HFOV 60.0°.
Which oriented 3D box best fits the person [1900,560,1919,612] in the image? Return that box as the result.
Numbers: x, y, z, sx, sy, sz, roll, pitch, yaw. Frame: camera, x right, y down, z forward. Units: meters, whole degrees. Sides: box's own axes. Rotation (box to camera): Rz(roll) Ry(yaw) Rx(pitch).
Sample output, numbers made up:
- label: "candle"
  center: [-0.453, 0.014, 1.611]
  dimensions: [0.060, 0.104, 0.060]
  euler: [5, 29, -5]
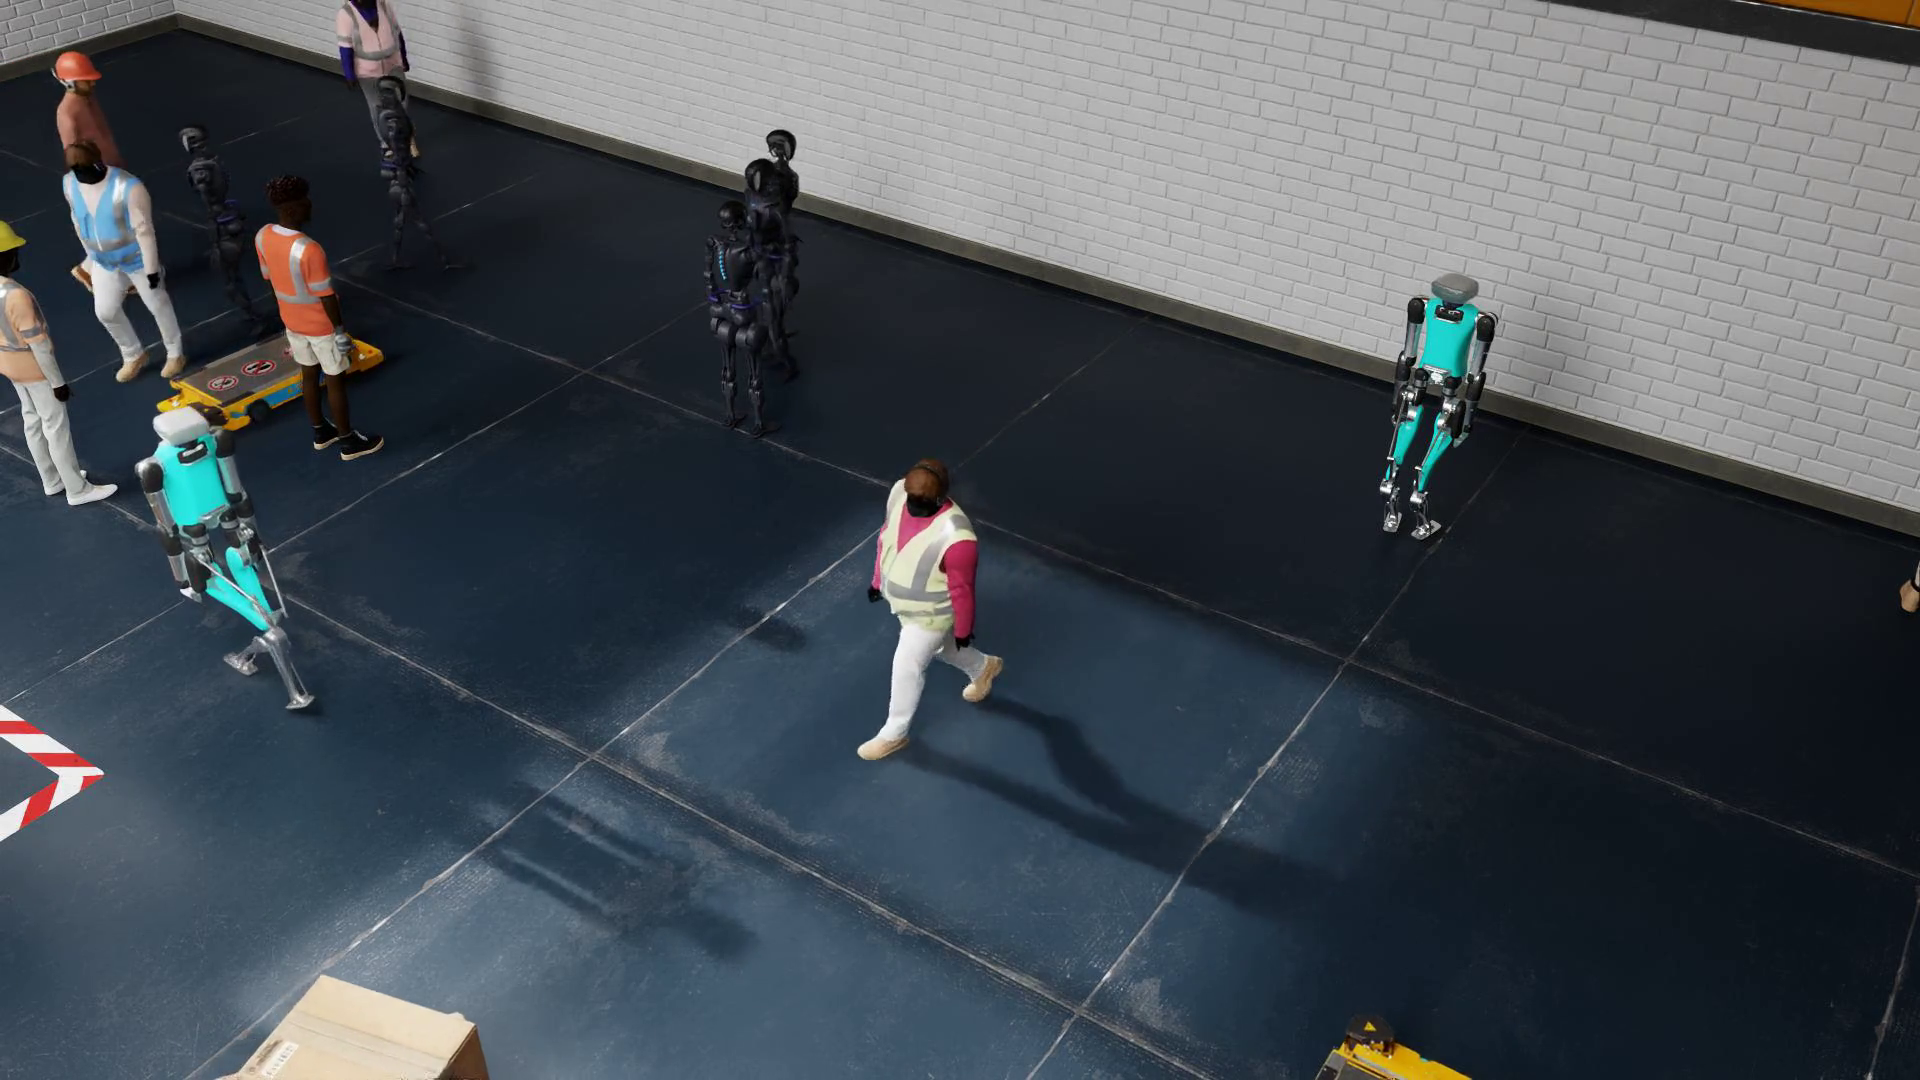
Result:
- label: "person"
  center: [5.785, -0.366, 9.375]
  dimensions: [0.485, 1.888, 0.388]
  euler: [21, 40, 27]

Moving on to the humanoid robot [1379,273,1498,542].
- label: "humanoid robot"
  center: [2.745, -0.715, 9.888]
  dimensions: [0.533, 1.677, 0.735]
  euler: [21, 40, 27]

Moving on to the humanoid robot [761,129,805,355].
- label: "humanoid robot"
  center: [-1.367, -2.190, 12.170]
  dimensions: [0.414, 1.645, 0.602]
  euler: [2, 35, 3]

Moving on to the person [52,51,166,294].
- label: "person"
  center: [-6.610, -2.756, 12.722]
  dimensions: [0.535, 1.972, 0.609]
  euler: [-7, 36, -10]

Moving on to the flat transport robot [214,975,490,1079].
- label: "flat transport robot"
  center: [-2.383, 2.654, 6.470]
  dimensions: [1.431, 0.231, 0.659]
  euler: [-12, 37, -16]

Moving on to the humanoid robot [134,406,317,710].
- label: "humanoid robot"
  center: [-3.753, 0.178, 8.777]
  dimensions: [1.036, 1.780, 0.537]
  euler: [20, 40, 27]

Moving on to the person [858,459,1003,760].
- label: "person"
  center: [-0.128, 0.304, 8.493]
  dimensions: [0.855, 1.803, 0.634]
  euler: [-17, 39, -23]

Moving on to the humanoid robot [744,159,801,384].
- label: "humanoid robot"
  center: [-1.306, -1.927, 11.795]
  dimensions: [0.378, 1.641, 0.601]
  euler: [-25, 42, -31]

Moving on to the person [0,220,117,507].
- label: "person"
  center: [-5.788, -1.100, 10.391]
  dimensions: [0.592, 1.924, 0.377]
  euler: [21, 40, 27]

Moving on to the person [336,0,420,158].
- label: "person"
  center: [-5.298, -4.282, 15.121]
  dimensions: [0.624, 1.717, 0.570]
  euler: [-19, 39, -25]

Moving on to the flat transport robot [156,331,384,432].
- label: "flat transport robot"
  center: [-4.946, -1.180, 11.950]
  dimensions: [0.659, 0.231, 1.431]
  euler: [24, 41, 30]

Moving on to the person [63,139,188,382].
- label: "person"
  center: [-5.892, -1.946, 11.694]
  dimensions: [0.649, 1.812, 0.564]
  euler: [5, 35, 6]

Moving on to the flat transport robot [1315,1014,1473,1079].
- label: "flat transport robot"
  center: [1.596, 2.549, 6.621]
  dimensions: [0.659, 0.231, 1.431]
  euler: [21, 40, 27]

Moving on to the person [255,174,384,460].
- label: "person"
  center: [-4.213, -1.444, 10.848]
  dimensions: [0.611, 1.962, 0.361]
  euler: [21, 40, 27]

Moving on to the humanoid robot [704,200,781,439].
- label: "humanoid robot"
  center: [-1.480, -1.489, 11.151]
  dimensions: [0.599, 1.657, 0.315]
  euler: [21, 40, 27]

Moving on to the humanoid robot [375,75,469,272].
- label: "humanoid robot"
  center: [-4.365, -2.904, 13.206]
  dimensions: [0.716, 1.634, 0.603]
  euler: [-6, 35, -9]

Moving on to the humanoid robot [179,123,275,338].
- label: "humanoid robot"
  center: [-5.436, -2.273, 12.291]
  dimensions: [0.339, 1.664, 0.589]
  euler: [-9, 36, -13]
